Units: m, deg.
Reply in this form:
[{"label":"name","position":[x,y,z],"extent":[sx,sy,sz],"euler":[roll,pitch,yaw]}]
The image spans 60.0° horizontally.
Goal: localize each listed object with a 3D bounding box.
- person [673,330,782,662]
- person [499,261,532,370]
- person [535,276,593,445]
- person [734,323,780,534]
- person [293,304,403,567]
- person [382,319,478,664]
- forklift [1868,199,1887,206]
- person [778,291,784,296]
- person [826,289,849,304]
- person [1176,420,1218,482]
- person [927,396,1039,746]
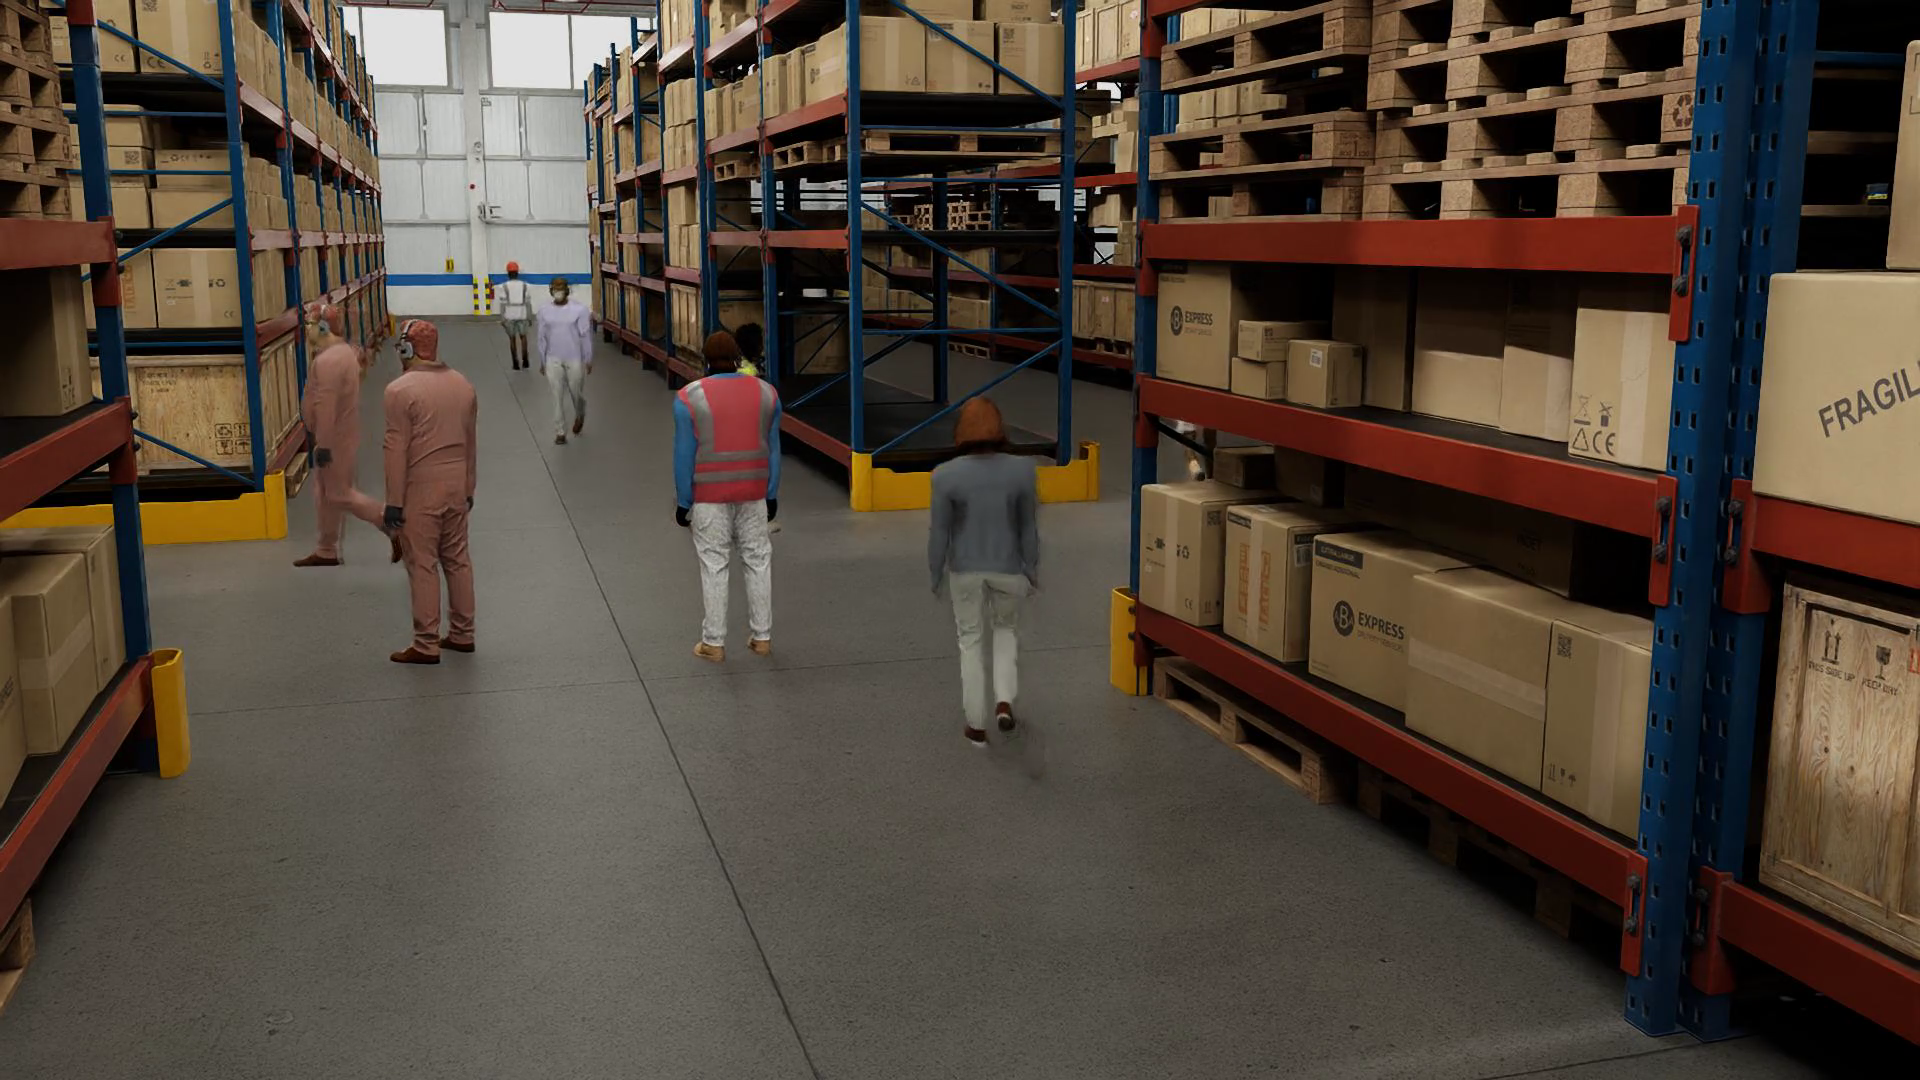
[{"label":"person","position":[-1.298,-0.239,9.250],"extent":[0.624,1.838,0.430],"euler":[-5,12,-27]},{"label":"person","position":[-7.854,-3.959,29.382],"extent":[0.563,1.927,0.422],"euler":[-5,11,-24]},{"label":"person","position":[-4.525,-2.075,19.095],"extent":[0.639,1.916,0.785],"euler":[0,10,-3]},{"label":"person","position":[-1.709,-0.873,13.136],"extent":[0.477,1.678,0.542],"euler":[-2,11,-10]},{"label":"person","position":[-4.353,-0.729,11.785],"extent":[0.766,1.888,0.642],"euler":[-3,11,-15]},{"label":"person","position":[-2.960,-0.269,9.247],"extent":[0.398,1.900,0.647],"euler":[5,11,24]},{"label":"forklift","position":[11.338,-2.915,21.052],"extent":[1.129,2.768,1.873],"euler":[-3,11,-17]},{"label":"person","position":[-4.958,-7.149,46.691],"extent":[0.377,1.995,0.608],"euler":[6,12,31]},{"label":"person","position":[-2.266,-4.367,31.865],"extent":[0.634,1.839,0.429],"euler":[-9,14,-41]},{"label":"person","position":[2.145,-1.327,14.738],"extent":[0.641,2.016,0.701],"euler":[0,10,2]},{"label":"person","position":[0.103,0.145,7.712],"extent":[0.519,1.617,0.369],"euler":[-1,10,-8]}]
